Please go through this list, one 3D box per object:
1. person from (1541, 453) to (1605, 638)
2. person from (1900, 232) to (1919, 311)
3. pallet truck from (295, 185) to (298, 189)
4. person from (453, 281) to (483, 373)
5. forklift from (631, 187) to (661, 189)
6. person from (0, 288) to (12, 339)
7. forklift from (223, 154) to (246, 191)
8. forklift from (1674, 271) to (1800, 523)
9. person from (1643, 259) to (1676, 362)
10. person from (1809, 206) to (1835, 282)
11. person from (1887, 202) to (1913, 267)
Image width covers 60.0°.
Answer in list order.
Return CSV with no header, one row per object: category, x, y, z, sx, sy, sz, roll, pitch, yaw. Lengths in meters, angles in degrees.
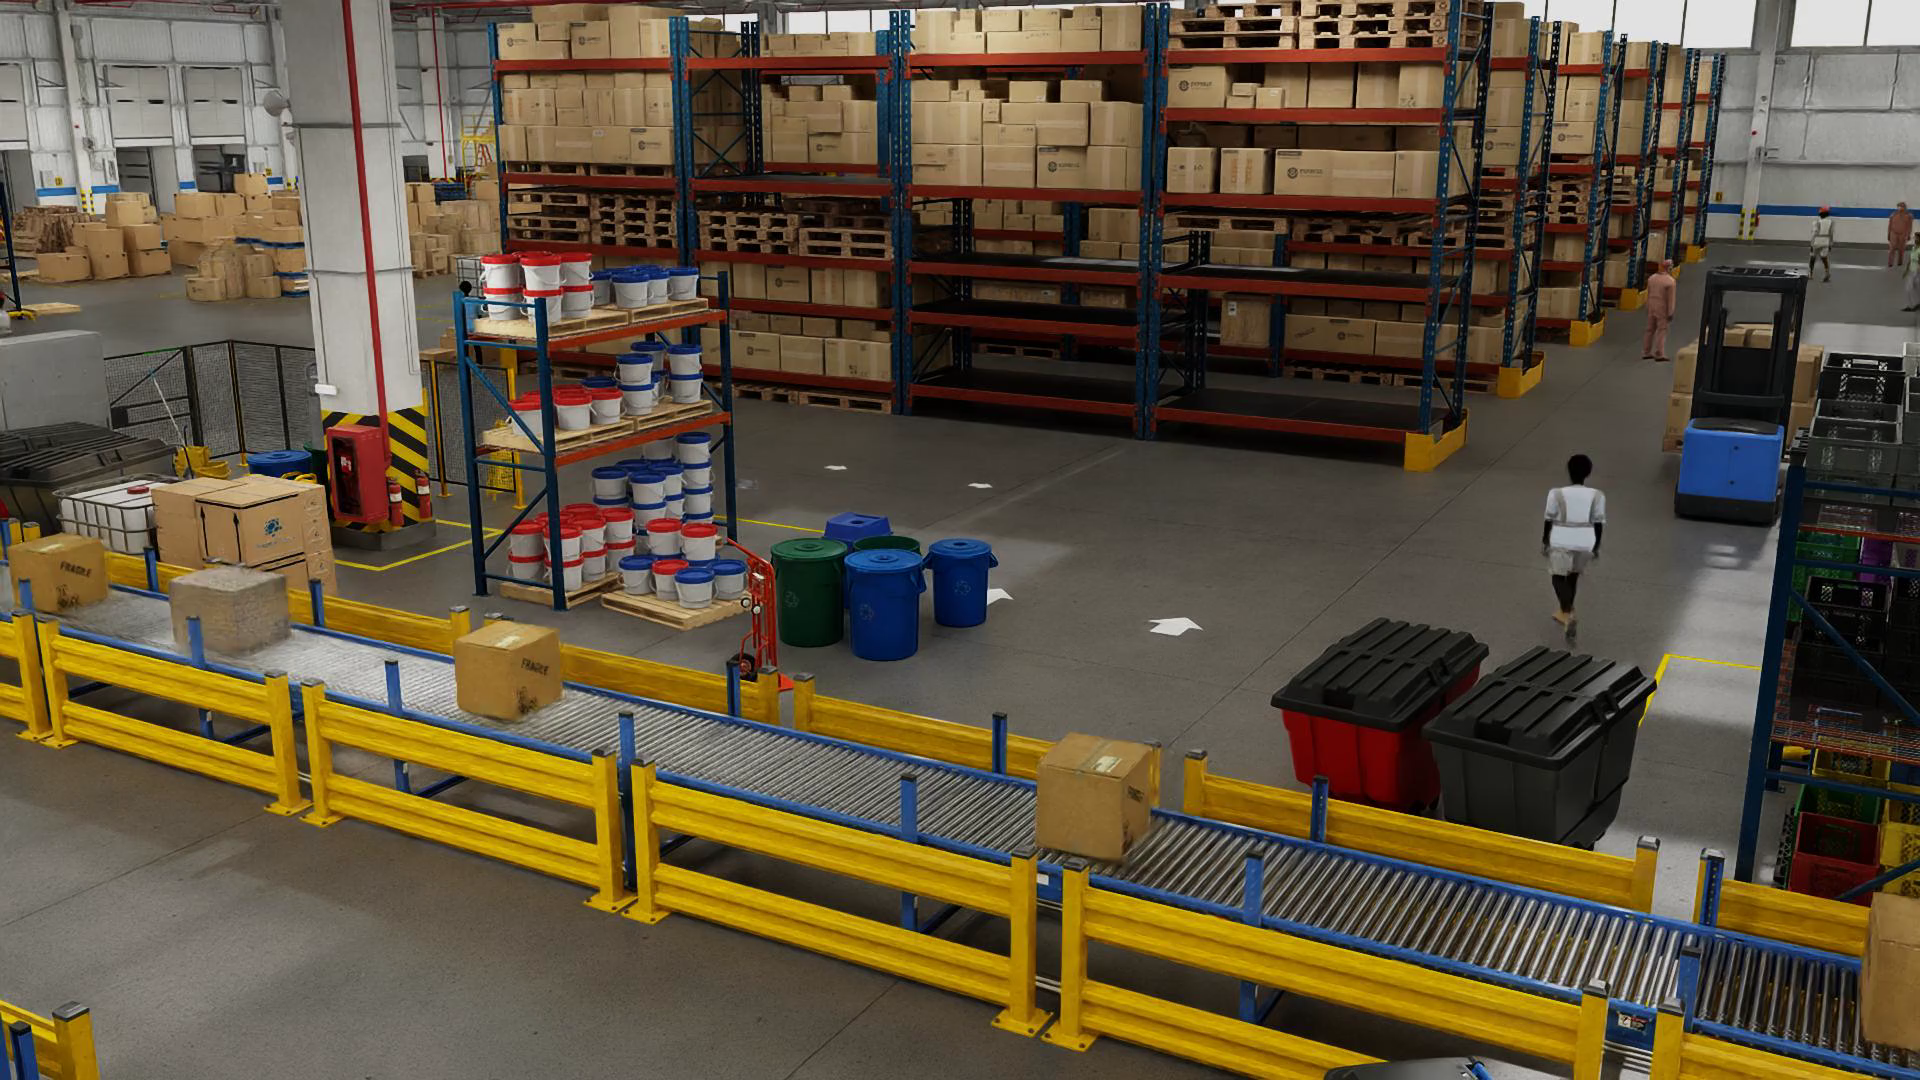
person,5.627,0.047,15.236,0.535,1.670,0.761,1,15,2
person,21.978,-6.159,38.243,0.453,1.830,0.578,3,15,11
pallet truck,-26.804,-14.617,69.738,1.885,1.965,0.823,-14,20,-42
person,-8.669,-3.721,29.355,0.539,1.696,0.317,-11,18,-35
forklift,-8.867,-9.045,47.102,1.129,2.768,1.873,8,17,28
person,-15.115,-3.019,26.282,0.578,1.922,0.404,6,16,21
forklift,-26.376,-12.683,60.780,1.129,2.768,1.873,10,18,34
forklift,9.269,-1.763,19.726,1.129,2.768,1.873,8,17,27
person,13.130,-4.294,31.131,0.399,1.900,0.645,-6,16,-23
person,23.200,-7.968,44.736,0.619,2.015,0.950,0,15,0
person,27.476,-8.942,48.647,0.634,1.877,0.916,9,17,30
